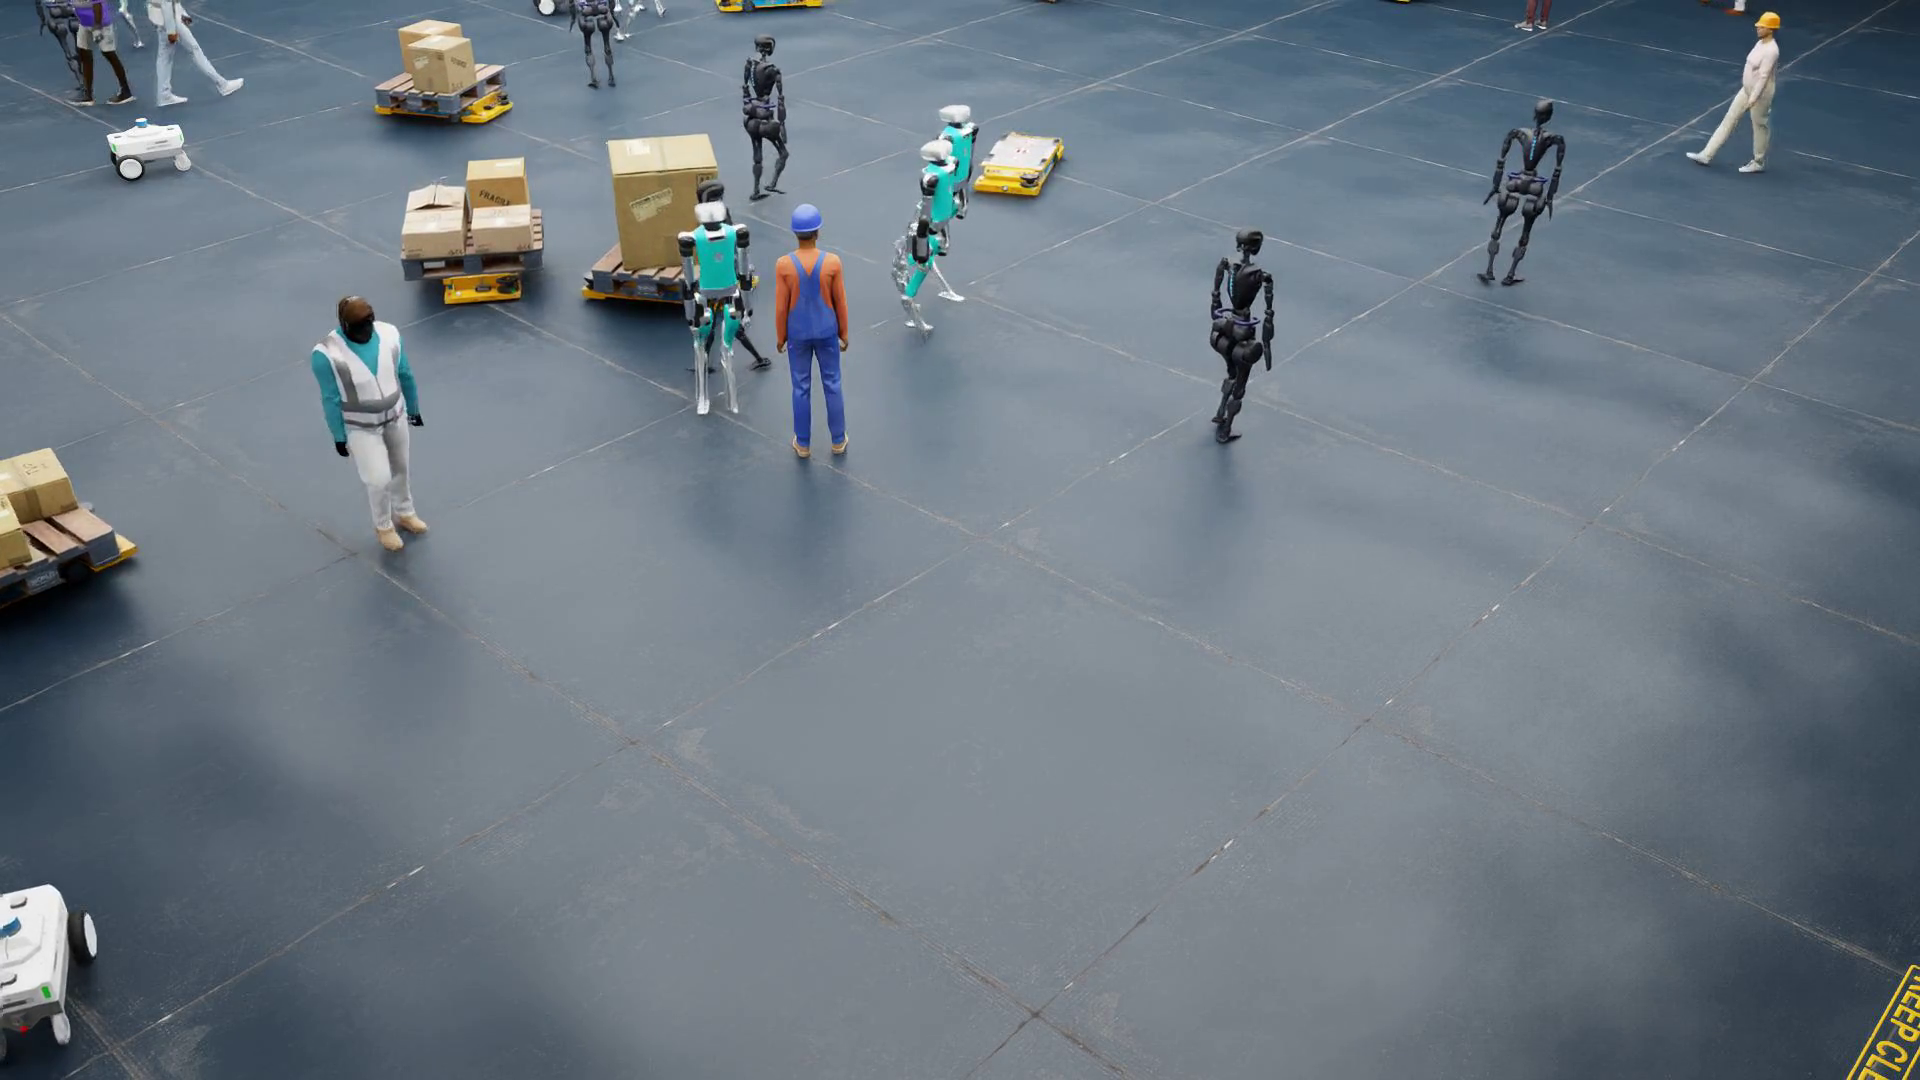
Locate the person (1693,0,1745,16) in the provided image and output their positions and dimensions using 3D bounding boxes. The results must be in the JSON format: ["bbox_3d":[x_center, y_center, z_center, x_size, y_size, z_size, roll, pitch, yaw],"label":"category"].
[{"bbox_3d":[10.641,-8.207,22.941,0.504,1.782,0.962,-24,39,-33],"label":"person"}]

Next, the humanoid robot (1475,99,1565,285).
[{"bbox_3d":[4.980,-3.077,14.772,0.612,1.640,0.399,10,33,16],"label":"humanoid robot"}]

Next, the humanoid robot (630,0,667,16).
[{"bbox_3d":[-4.356,-8.086,22.830,0.891,1.838,0.545,15,35,22],"label":"humanoid robot"}]

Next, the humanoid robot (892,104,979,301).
[{"bbox_3d":[-0.328,-2.992,14.591,0.973,1.759,0.552,19,37,28],"label":"humanoid robot"}]

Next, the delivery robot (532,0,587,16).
[{"bbox_3d":[-5.592,-7.628,23.177,0.809,0.606,0.499,-11,33,-17],"label":"delivery robot"}]

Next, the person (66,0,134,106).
[{"bbox_3d":[-10.100,-5.936,19.120,0.633,1.942,0.770,22,38,31],"label":"person"}]

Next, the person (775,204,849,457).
[{"bbox_3d":[-1.068,-1.497,12.012,0.518,1.906,0.370,-4,32,-6],"label":"person"}]

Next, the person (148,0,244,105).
[{"bbox_3d":[-9.062,-6.053,19.382,1.007,1.869,0.589,-21,38,-30],"label":"person"}]

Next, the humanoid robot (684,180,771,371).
[{"bbox_3d":[-1.891,-2.061,13.176,0.712,1.642,0.603,-14,34,-21],"label":"humanoid robot"}]

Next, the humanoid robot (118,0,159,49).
[{"bbox_3d":[-10.611,-7.206,21.405,0.556,1.791,0.858,-3,32,-5],"label":"humanoid robot"}]

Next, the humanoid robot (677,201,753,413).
[{"bbox_3d":[-1.872,-1.769,12.621,0.538,1.800,0.723,-11,34,-18],"label":"humanoid robot"}]

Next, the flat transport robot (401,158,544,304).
[{"bbox_3d":[-4.406,-2.528,15.225,0.659,0.231,1.431,-6,32,-10],"label":"flat transport robot"}]

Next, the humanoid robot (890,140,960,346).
[{"bbox_3d":[-0.383,-2.419,13.706,0.751,1.839,0.553,14,34,21],"label":"humanoid robot"}]

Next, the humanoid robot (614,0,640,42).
[{"bbox_3d":[-4.428,-7.339,21.575,0.564,1.788,0.680,-25,40,-34],"label":"humanoid robot"}]

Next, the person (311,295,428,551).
[{"bbox_3d":[-3.824,-0.768,10.928,0.544,1.815,0.664,26,40,35],"label":"person"}]

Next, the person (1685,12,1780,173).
[{"bbox_3d":[8.148,-4.636,17.288,0.831,1.655,0.503,0,32,0],"label":"person"}]

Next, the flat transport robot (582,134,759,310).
[{"bbox_3d":[-2.582,-2.321,14.891,1.431,0.231,0.659,7,32,11],"label":"flat transport robot"}]

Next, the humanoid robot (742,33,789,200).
[{"bbox_3d":[-1.977,-4.220,16.616,0.612,1.647,0.362,25,40,34],"label":"humanoid robot"}]

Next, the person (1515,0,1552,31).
[{"bbox_3d":[7.761,-7.714,22.110,0.539,1.814,0.365,-11,33,-17],"label":"person"}]

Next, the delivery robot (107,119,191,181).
[{"bbox_3d":[-8.586,-4.138,17.544,0.774,0.592,0.499,-17,36,-25],"label":"delivery robot"}]

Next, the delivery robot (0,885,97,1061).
[{"bbox_3d":[-4.351,1.965,7.736,0.499,0.613,0.807,-11,34,-18],"label":"delivery robot"}]

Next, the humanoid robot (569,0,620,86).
[{"bbox_3d":[-4.391,-6.292,19.963,0.599,1.664,0.366,-13,34,-19],"label":"humanoid robot"}]

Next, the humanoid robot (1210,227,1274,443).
[{"bbox_3d":[2.056,-1.517,12.262,0.368,1.644,0.591,-25,40,-34],"label":"humanoid robot"}]

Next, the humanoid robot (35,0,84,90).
[{"bbox_3d":[-10.758,-6.268,19.941,0.583,1.626,0.738,-22,38,-31],"label":"humanoid robot"}]

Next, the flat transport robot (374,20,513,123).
[{"bbox_3d":[-6.002,-5.074,19.324,1.431,0.231,0.659,9,33,14],"label":"flat transport robot"}]

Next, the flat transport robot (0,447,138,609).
[{"bbox_3d":[-6.222,0.202,10.828,0.659,0.231,1.431,24,39,33],"label":"flat transport robot"}]

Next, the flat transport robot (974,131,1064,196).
[{"bbox_3d":[0.637,-3.979,17.561,0.659,0.231,1.431,8,33,12],"label":"flat transport robot"}]

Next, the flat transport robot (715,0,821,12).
[{"bbox_3d":[-2.725,-7.676,23.515,1.431,0.231,0.659,-8,33,-12],"label":"flat transport robot"}]
